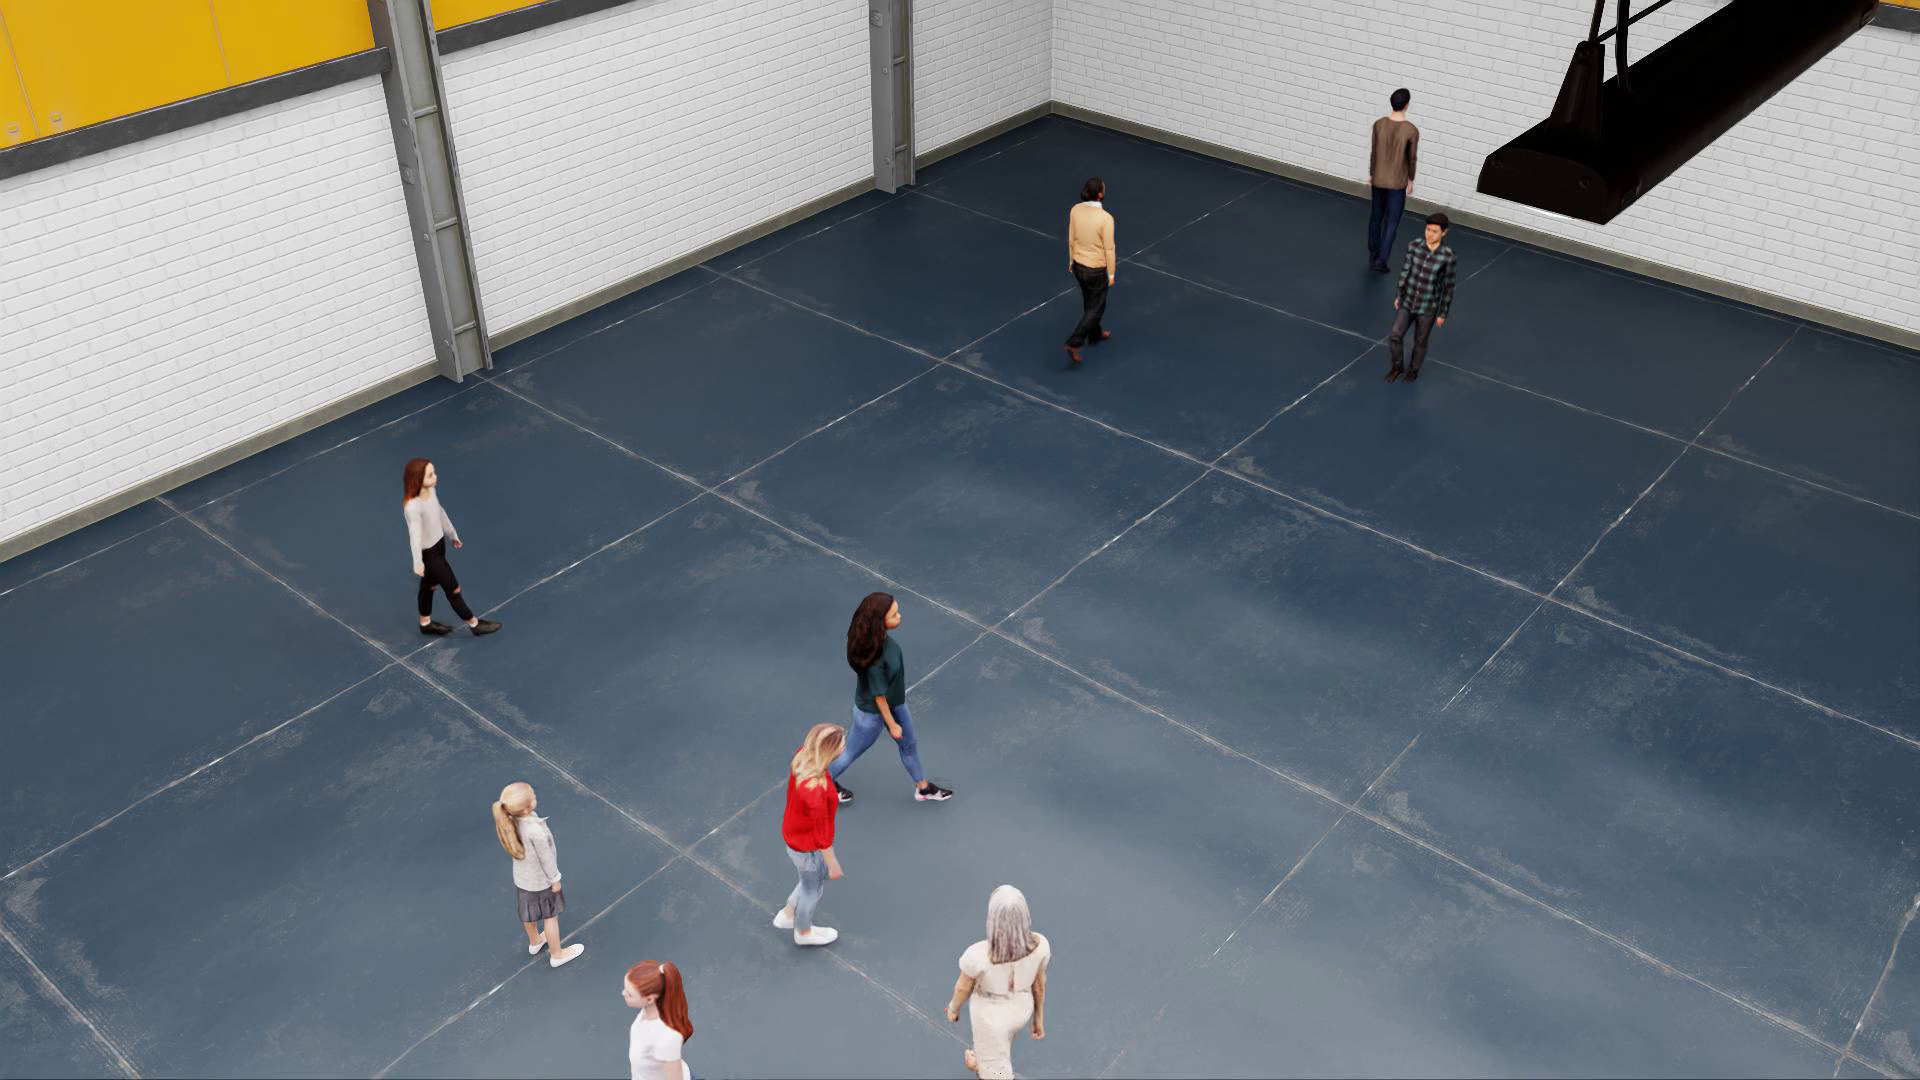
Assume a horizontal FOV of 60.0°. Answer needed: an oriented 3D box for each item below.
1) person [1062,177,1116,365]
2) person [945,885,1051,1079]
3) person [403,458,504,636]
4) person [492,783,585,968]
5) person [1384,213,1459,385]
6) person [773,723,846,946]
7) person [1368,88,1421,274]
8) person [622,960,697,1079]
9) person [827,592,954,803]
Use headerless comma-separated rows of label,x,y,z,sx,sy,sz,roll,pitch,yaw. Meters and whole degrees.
person,1.171,-2.464,15.300,1.099,1.730,0.725,-29,43,-36
person,0.229,2.419,7.995,1.167,1.684,0.996,-14,36,-20
person,-3.803,0.073,11.722,0.918,1.465,0.881,0,34,0
person,-2.361,1.840,9.234,0.506,1.275,0.518,23,40,30
person,4.176,-2.190,15.017,0.725,1.706,0.612,21,39,28
person,-0.899,1.676,9.122,0.859,1.675,0.811,-10,35,-15
person,4.376,-3.668,16.959,0.669,1.898,0.826,23,40,30
person,-1.250,2.573,7.751,1.148,1.697,1.065,-4,34,-6
person,-0.592,1.028,10.185,1.062,1.576,1.118,2,34,4
